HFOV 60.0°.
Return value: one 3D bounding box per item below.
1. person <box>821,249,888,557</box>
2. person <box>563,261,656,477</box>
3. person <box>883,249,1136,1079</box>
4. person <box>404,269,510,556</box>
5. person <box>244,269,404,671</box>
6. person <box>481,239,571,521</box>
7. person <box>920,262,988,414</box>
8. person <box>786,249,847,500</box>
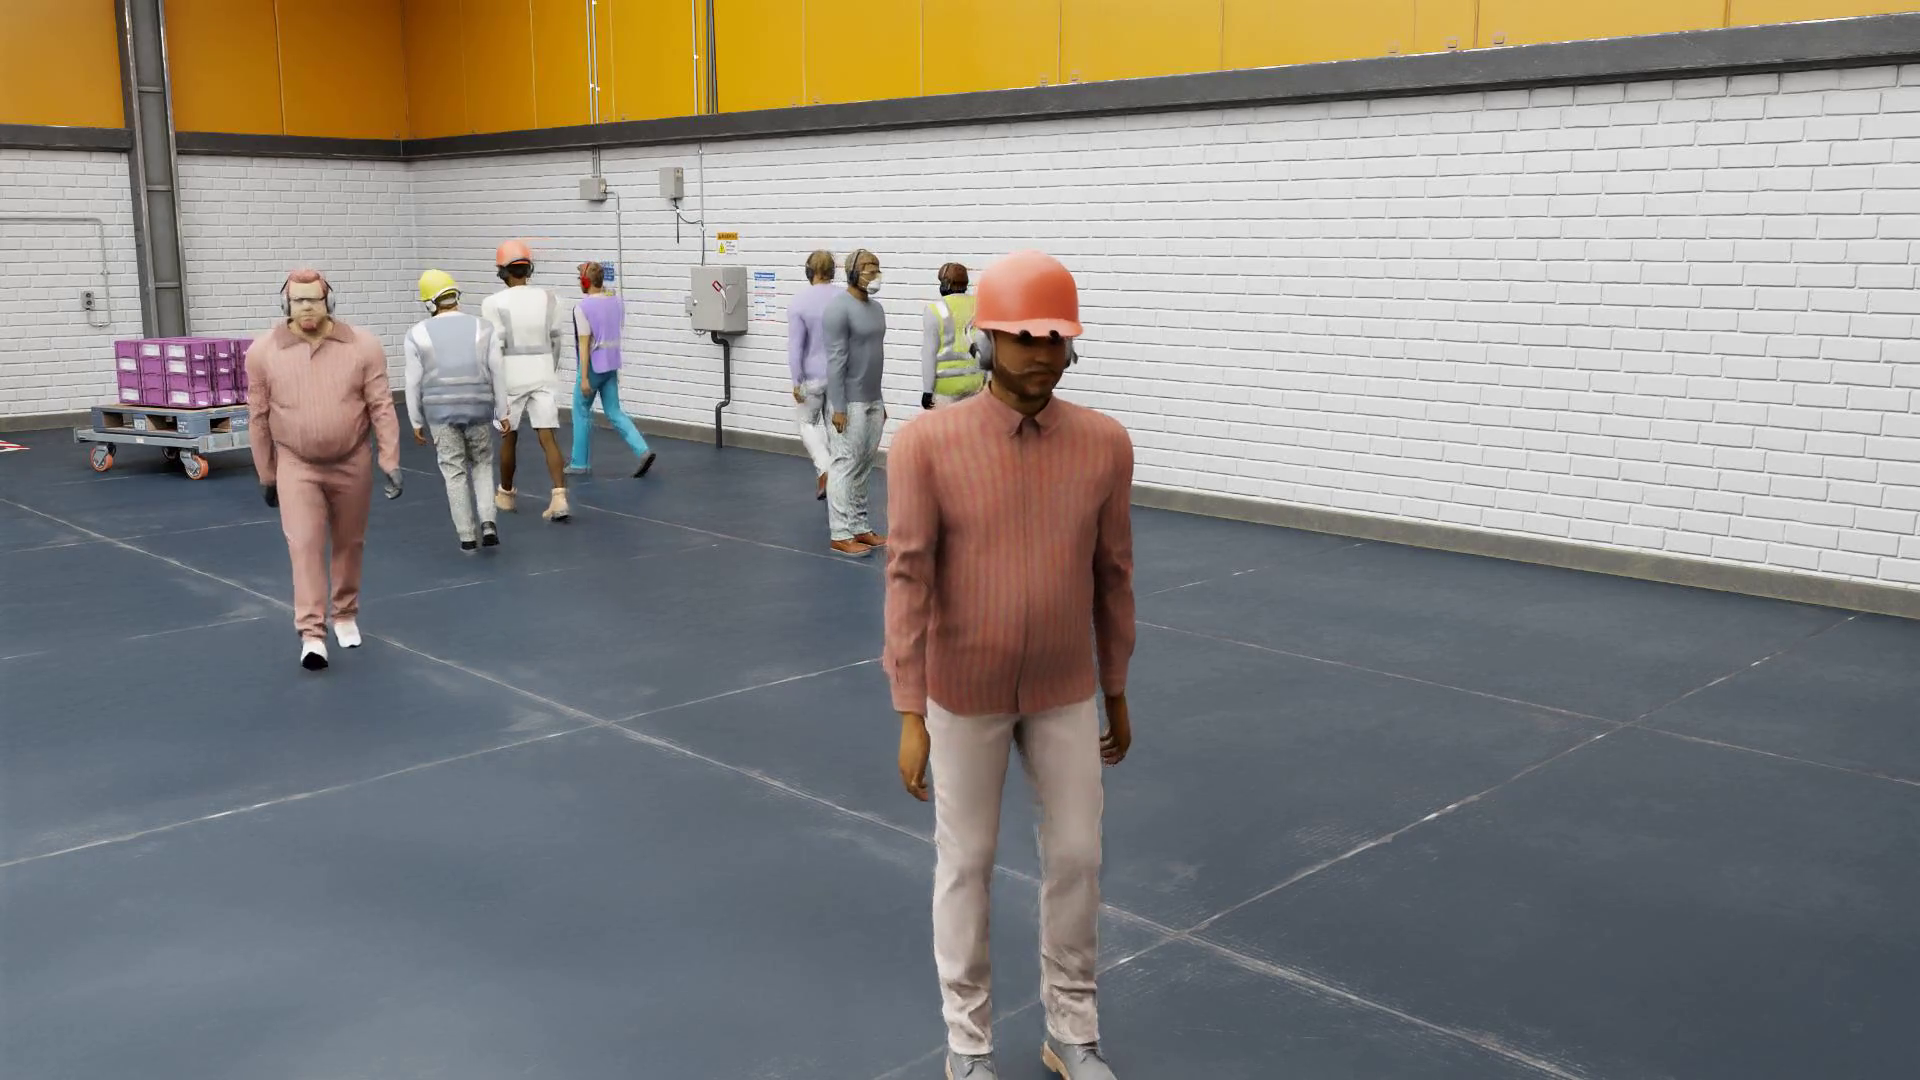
[{"bbox_3d":[-0.650,-0.870,10.572,0.355,1.936,0.635,5,11,24],"label":"person"},{"bbox_3d":[-2.975,-1.412,13.888,0.880,1.811,0.578,5,11,25],"label":"person"},{"bbox_3d":[0.124,0.339,3.828,0.629,1.990,0.418,-3,11,-16],"label":"person"},{"bbox_3d":[-3.180,-0.797,10.519,0.617,1.809,0.422,-5,11,-24],"label":"person"},{"bbox_3d":[-2.993,-0.337,7.869,0.659,1.856,0.973,-5,11,-24],"label":"person"},{"bbox_3d":[-3.091,-1.134,11.882,0.616,2.001,1.036,-7,13,-34],"label":"person"},{"bbox_3d":[-0.048,-1.146,12.381,0.649,1.825,0.456,-8,13,-37],"label":"person"},{"bbox_3d":[-1.006,-1.217,12.524,0.634,1.926,0.496,-6,12,-30],"label":"person"}]
